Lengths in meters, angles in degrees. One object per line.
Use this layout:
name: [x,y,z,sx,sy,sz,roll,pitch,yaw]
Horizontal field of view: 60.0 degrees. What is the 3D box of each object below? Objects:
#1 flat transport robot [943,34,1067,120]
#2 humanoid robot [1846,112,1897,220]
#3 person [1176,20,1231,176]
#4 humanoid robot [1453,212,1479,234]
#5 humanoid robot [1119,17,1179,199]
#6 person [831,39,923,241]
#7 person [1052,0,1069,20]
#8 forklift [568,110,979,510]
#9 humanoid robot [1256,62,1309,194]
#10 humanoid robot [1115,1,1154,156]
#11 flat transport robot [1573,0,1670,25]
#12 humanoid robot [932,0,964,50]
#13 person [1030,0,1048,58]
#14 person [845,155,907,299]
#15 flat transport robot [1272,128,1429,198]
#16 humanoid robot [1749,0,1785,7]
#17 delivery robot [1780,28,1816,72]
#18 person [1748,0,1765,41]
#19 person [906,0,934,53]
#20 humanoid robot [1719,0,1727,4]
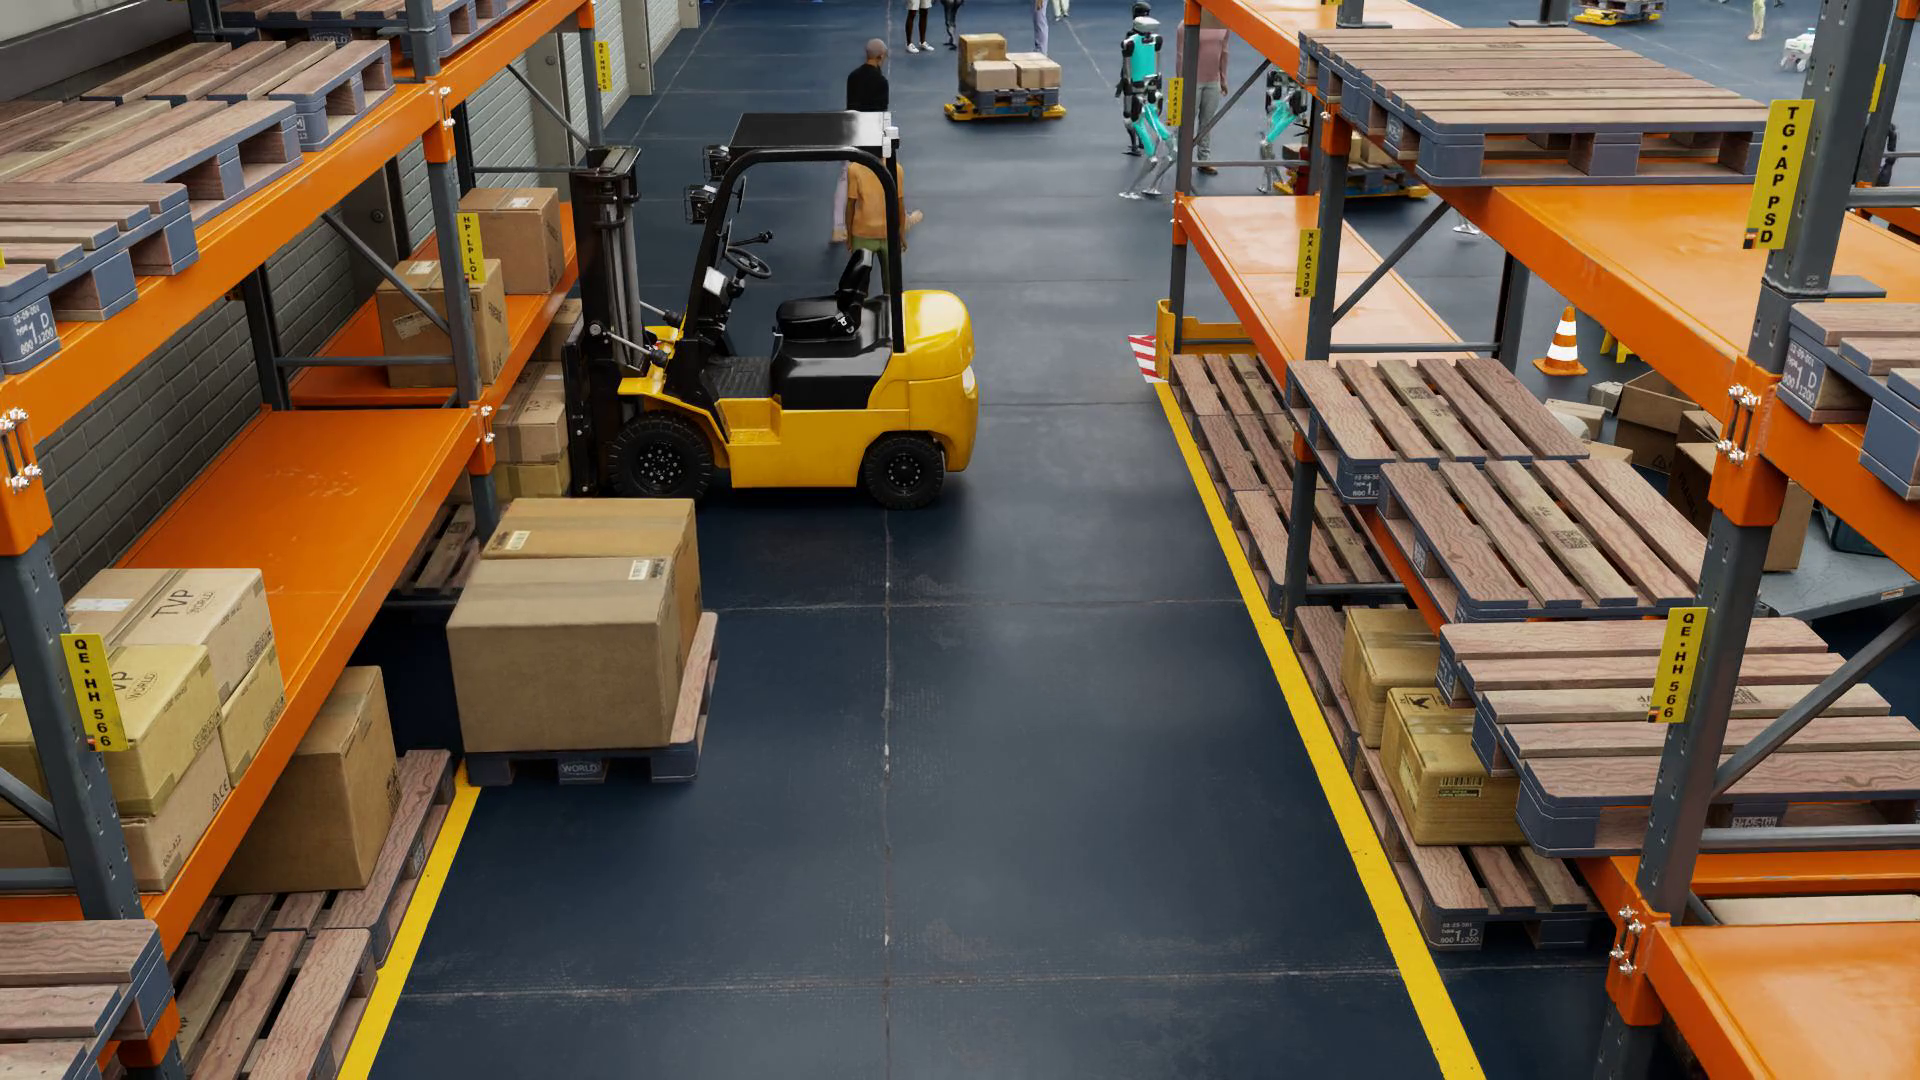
flat transport robot: [0.556,-5.418,20.778,1.431,0.231,0.659,-6,26,-12]
humanoid robot: [7.590,-2.970,13.964,0.480,1.632,0.604,-9,27,-19]
person: [2.562,-4.836,17.597,0.626,1.934,0.372,-10,27,-20]
humanoid robot: [4.781,-3.567,15.151,0.869,1.757,0.556,15,29,29]
humanoid robot: [1.957,-4.276,16.618,0.538,1.783,0.674,-22,33,-38]
person: [-0.811,-3.667,15.276,0.610,1.793,1.002,23,33,39]
person: [1.685,-9.725,28.200,0.592,1.711,0.567,3,25,6]
forklift: [-1.043,-1.379,9.976,2.313,2.155,1.214,-1,25,-2]
humanoid robot: [3.196,-4.400,16.920,0.566,1.759,0.866,19,31,35]
humanoid robot: [1.969,-5.141,18.537,0.329,1.654,0.589,17,30,32]
flat transport robot: [11.138,-8.899,28.149,1.431,0.231,0.659,-16,30,-30]
humanoid robot: [-0.143,-8.343,25.362,0.595,1.646,0.632,-22,33,-38]
person: [1.161,-7.913,24.213,0.390,1.846,0.565,-4,26,-9]
person: [-0.620,-2.237,12.343,0.453,1.717,0.369,-2,25,-5]
flat transport robot: [3.991,-3.641,17.015,1.431,0.231,0.659,-5,26,-11]
humanoid robot: [14.577,-10.405,29.766,0.590,1.634,0.778,-17,30,-31]
delivery robot: [12.165,-7.027,23.854,0.802,0.598,0.499,-15,29,-29]
person: [12.527,-8.765,26.006,0.690,1.858,0.524,-19,31,-35]
person: [-0.632,-8.318,25.027,0.539,1.893,0.376,-22,33,-39]
humanoid robot: [13.833,-10.587,30.107,0.543,1.875,0.792,-8,27,-17]
